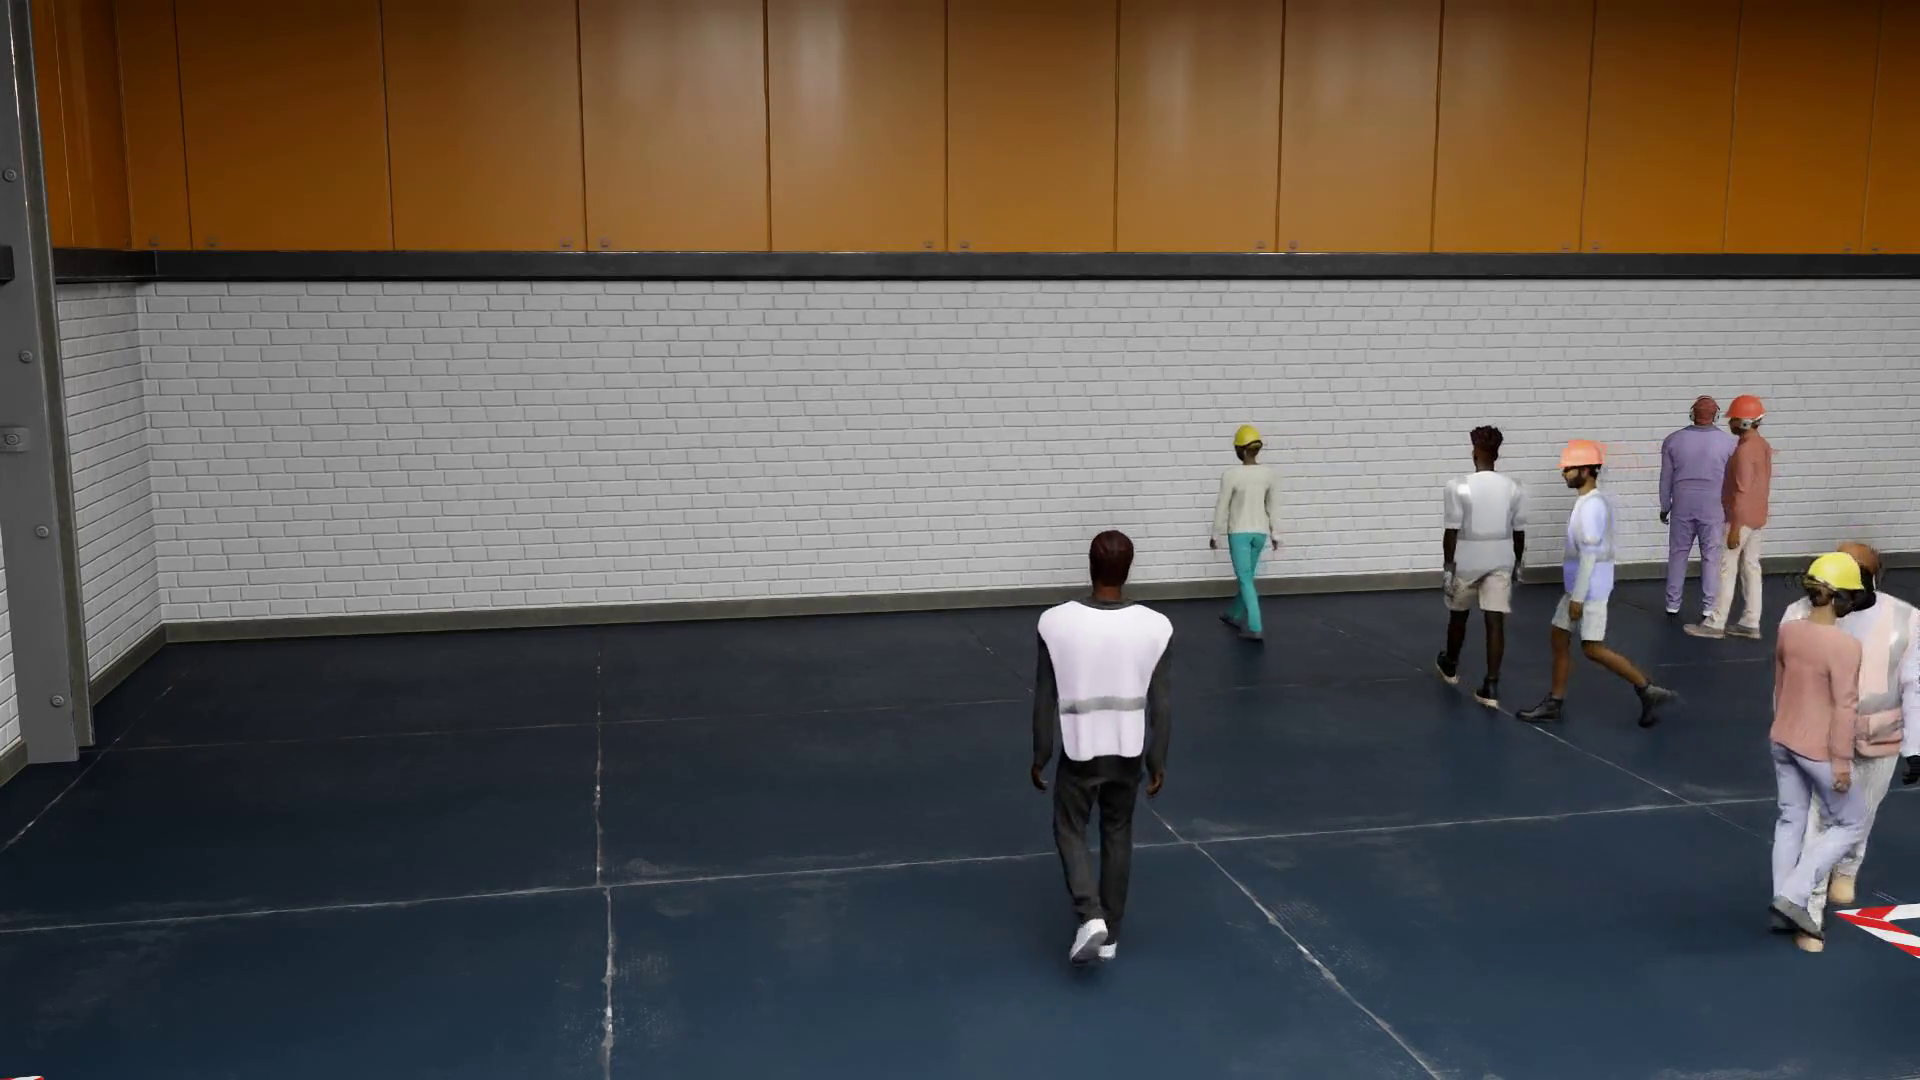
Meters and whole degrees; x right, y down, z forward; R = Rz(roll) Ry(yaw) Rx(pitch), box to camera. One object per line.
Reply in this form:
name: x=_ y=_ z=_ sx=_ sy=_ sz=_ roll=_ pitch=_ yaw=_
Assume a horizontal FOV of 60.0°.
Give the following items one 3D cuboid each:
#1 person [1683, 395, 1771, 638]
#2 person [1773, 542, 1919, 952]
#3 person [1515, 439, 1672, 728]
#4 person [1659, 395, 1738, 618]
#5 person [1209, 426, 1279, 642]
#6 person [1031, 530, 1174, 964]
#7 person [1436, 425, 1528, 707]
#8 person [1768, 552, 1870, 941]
person: x=6.238 y=-0.179 z=13.484 sx=0.594 sy=1.982 sz=0.663 roll=9 pitch=13 yaw=42
person: x=4.041 y=0.889 z=7.588 sx=0.611 sy=1.807 sz=0.941 roll=4 pitch=10 yaw=24
person: x=4.153 y=0.296 z=10.804 sx=0.864 sy=1.902 sz=0.556 roll=2 pitch=10 yaw=13
person: x=6.360 y=-0.285 z=14.303 sx=0.651 sy=1.913 sz=0.410 roll=6 pitch=11 yaw=33
person: x=2.299 y=-0.069 z=13.571 sx=0.541 sy=1.722 sz=0.833 roll=-4 pitch=10 yaw=-25
person: x=0.609 y=0.904 z=7.105 sx=0.607 sy=1.895 sz=0.538 roll=-1 pitch=9 yaw=-4
person: x=3.650 y=0.147 z=11.666 sx=0.622 sy=1.905 sz=1.017 roll=0 pitch=9 yaw=1
person: x=3.817 y=0.924 z=7.404 sx=0.381 sy=1.749 sz=0.548 roll=-1 pitch=9 yaw=-9
